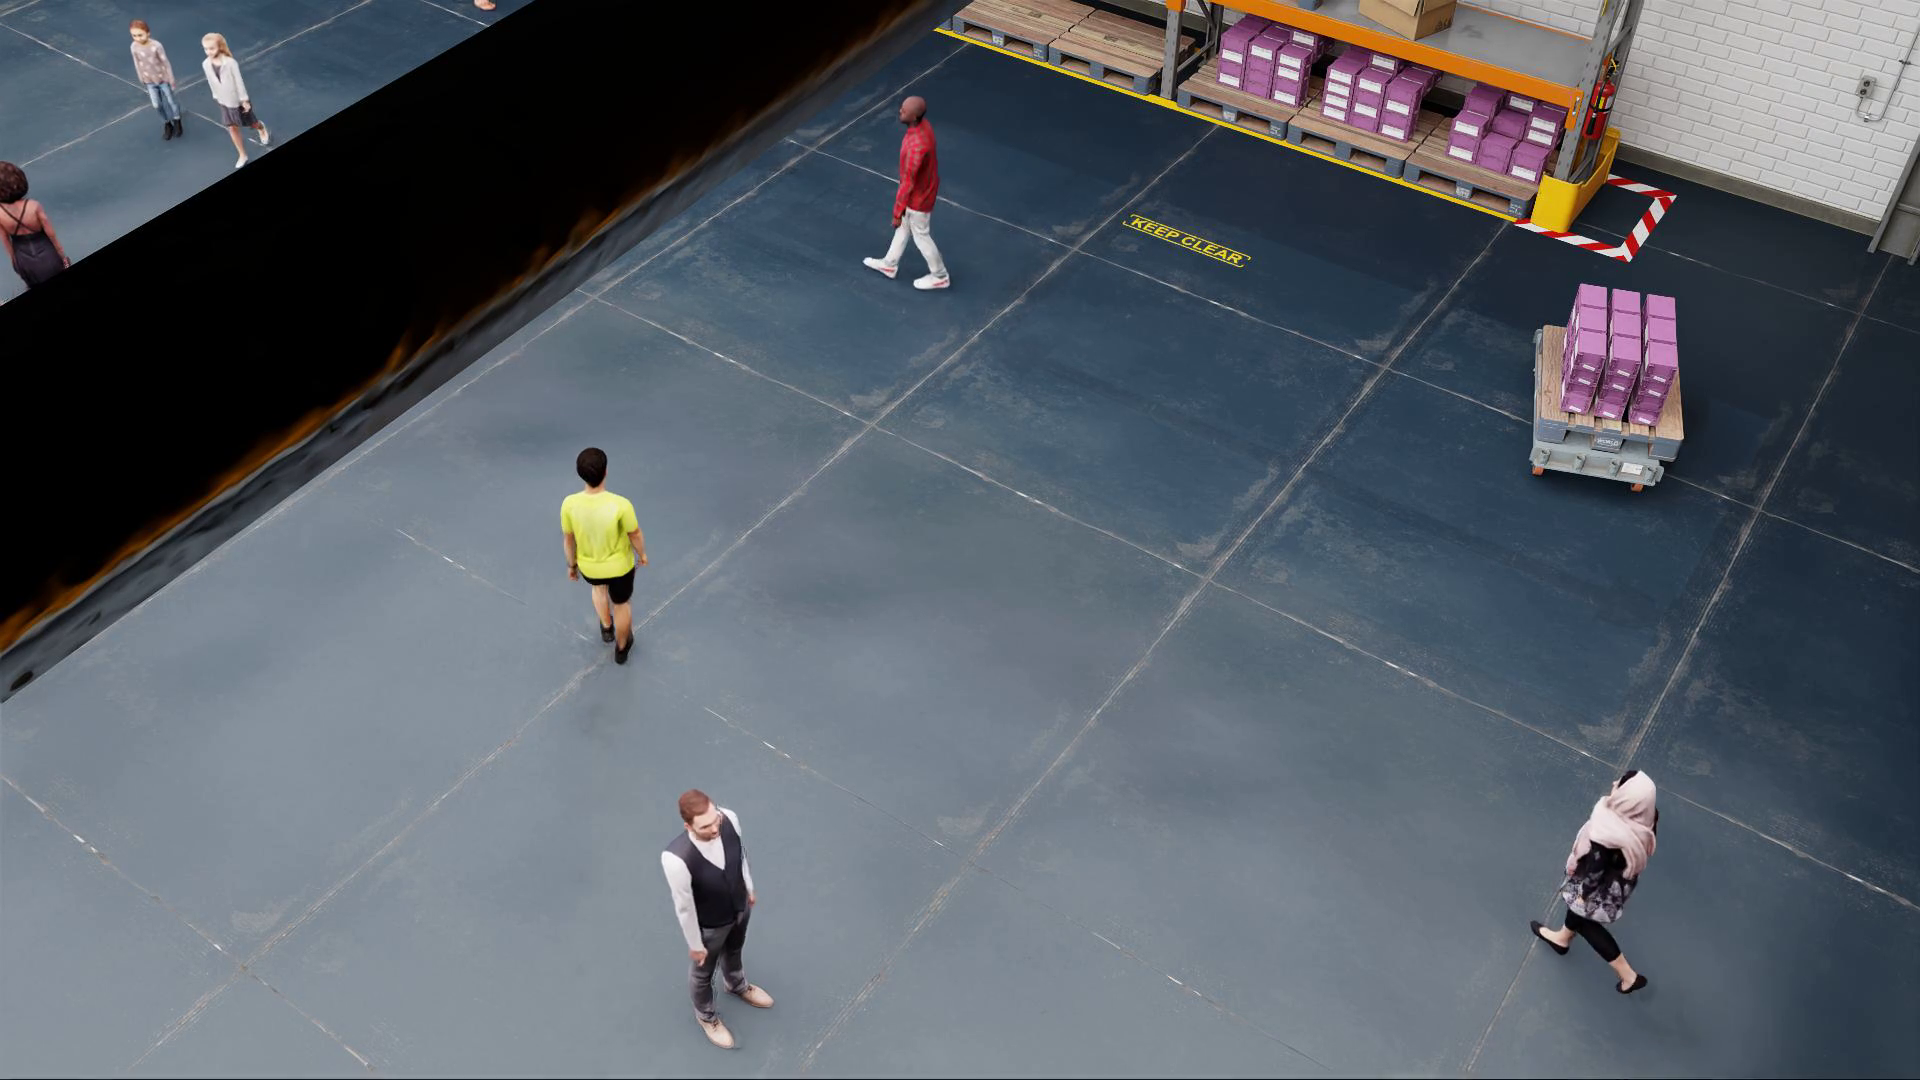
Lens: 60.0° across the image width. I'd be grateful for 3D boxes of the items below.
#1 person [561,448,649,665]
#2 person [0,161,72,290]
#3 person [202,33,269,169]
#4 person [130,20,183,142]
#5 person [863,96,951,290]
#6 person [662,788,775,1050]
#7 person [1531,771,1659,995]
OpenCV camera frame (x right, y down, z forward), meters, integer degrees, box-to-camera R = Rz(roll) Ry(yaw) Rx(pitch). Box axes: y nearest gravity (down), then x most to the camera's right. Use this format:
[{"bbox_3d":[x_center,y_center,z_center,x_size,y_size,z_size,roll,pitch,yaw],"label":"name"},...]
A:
[{"bbox_3d":[-2.299,0.168,10.720,0.772,1.695,0.855,1,44,1],"label":"person"},{"bbox_3d":[-7.207,-2.113,13.053,0.692,1.778,0.751,-18,46,-18],"label":"person"},{"bbox_3d":[-6.788,-4.160,15.576,0.799,1.262,0.802,1,44,2],"label":"person"},{"bbox_3d":[-7.676,-4.452,15.937,0.594,1.186,0.659,-5,44,-5],"label":"person"},{"bbox_3d":[-0.276,-2.858,13.822,1.142,1.796,0.988,5,44,6],"label":"person"},{"bbox_3d":[-1.278,1.921,8.704,0.540,1.936,0.660,24,49,23],"label":"person"},{"bbox_3d":[3.554,1.866,8.993,0.760,1.616,0.996,-31,52,-29],"label":"person"}]
